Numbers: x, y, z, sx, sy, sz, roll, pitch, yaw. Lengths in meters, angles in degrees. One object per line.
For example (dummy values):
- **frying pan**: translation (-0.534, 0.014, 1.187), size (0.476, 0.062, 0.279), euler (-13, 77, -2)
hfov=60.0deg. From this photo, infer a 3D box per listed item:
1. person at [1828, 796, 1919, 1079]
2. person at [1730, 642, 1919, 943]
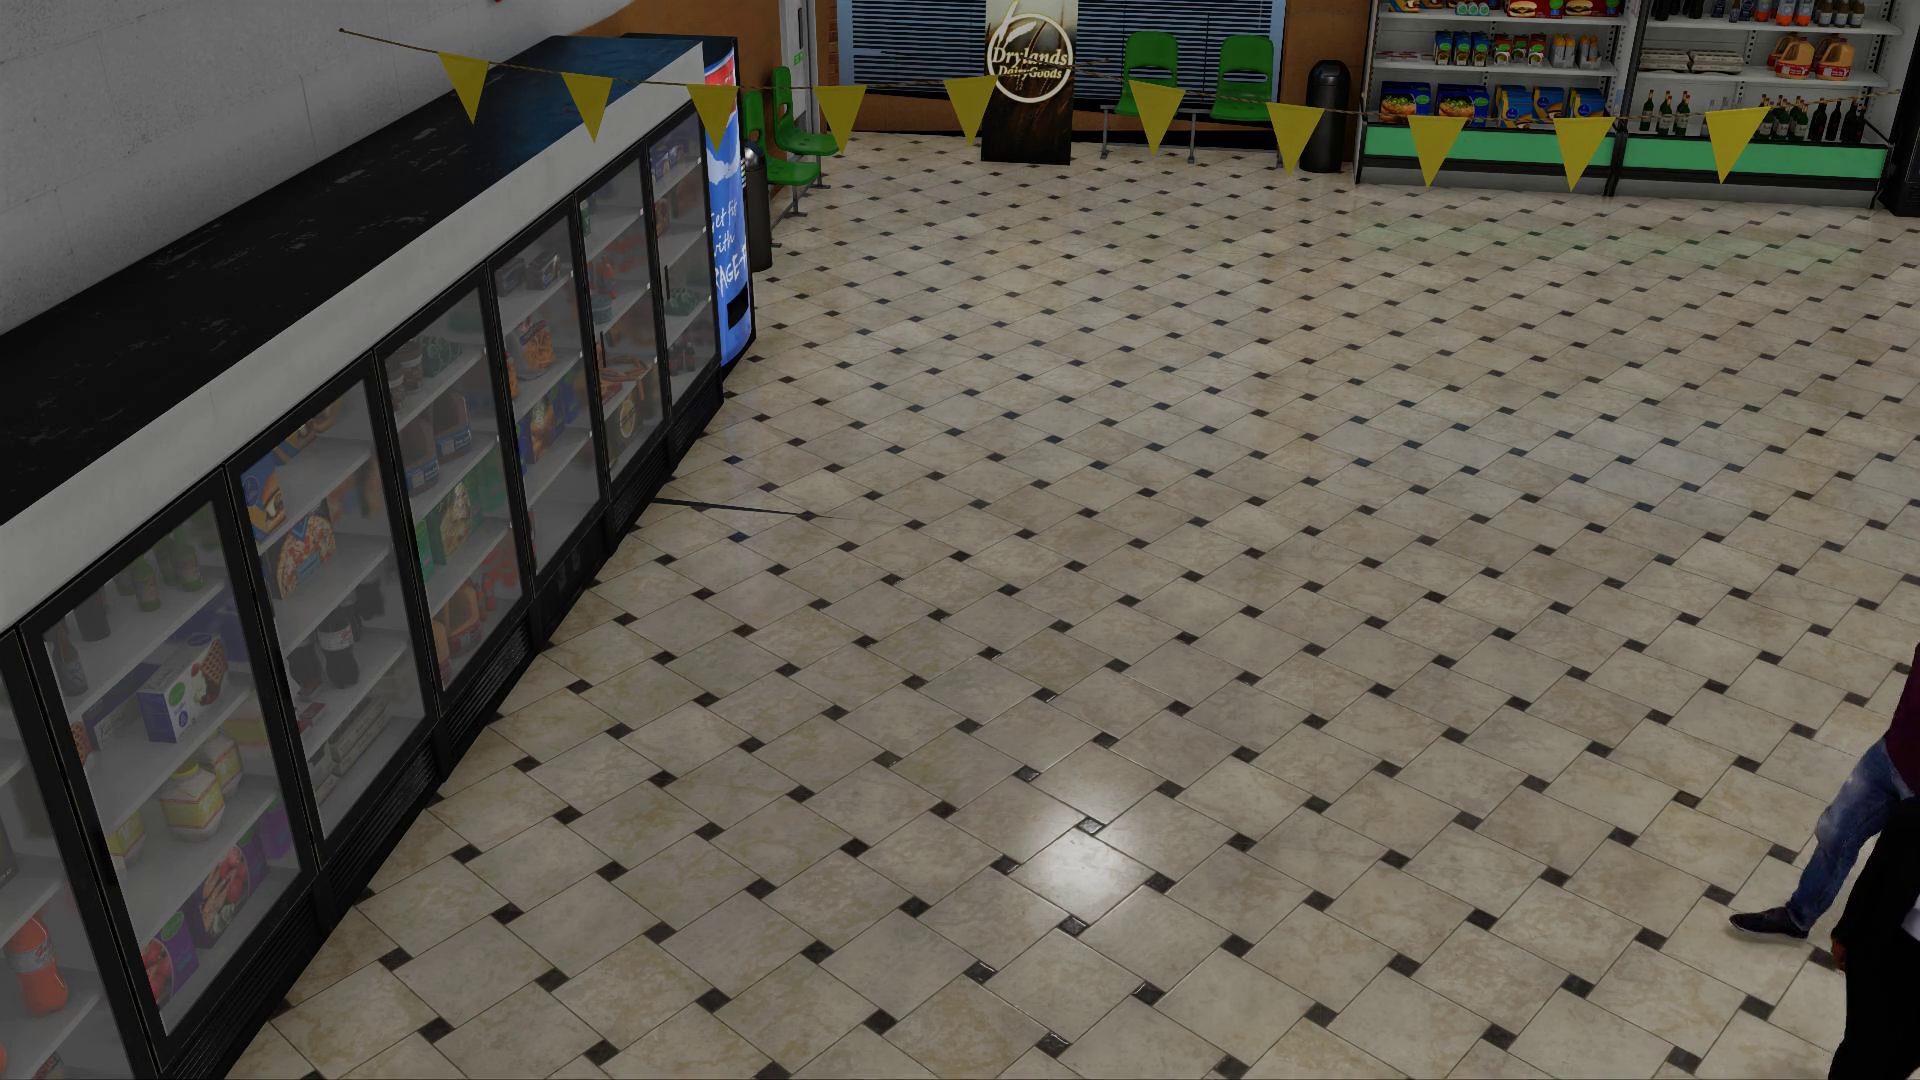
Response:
- **person**: translation (3.005, 1.256, 5.197), size (0.651, 1.601, 0.796), euler (11, 30, 19)
- **person**: translation (3.476, 0.816, 5.792), size (1.160, 1.805, 0.710), euler (4, 29, 6)
